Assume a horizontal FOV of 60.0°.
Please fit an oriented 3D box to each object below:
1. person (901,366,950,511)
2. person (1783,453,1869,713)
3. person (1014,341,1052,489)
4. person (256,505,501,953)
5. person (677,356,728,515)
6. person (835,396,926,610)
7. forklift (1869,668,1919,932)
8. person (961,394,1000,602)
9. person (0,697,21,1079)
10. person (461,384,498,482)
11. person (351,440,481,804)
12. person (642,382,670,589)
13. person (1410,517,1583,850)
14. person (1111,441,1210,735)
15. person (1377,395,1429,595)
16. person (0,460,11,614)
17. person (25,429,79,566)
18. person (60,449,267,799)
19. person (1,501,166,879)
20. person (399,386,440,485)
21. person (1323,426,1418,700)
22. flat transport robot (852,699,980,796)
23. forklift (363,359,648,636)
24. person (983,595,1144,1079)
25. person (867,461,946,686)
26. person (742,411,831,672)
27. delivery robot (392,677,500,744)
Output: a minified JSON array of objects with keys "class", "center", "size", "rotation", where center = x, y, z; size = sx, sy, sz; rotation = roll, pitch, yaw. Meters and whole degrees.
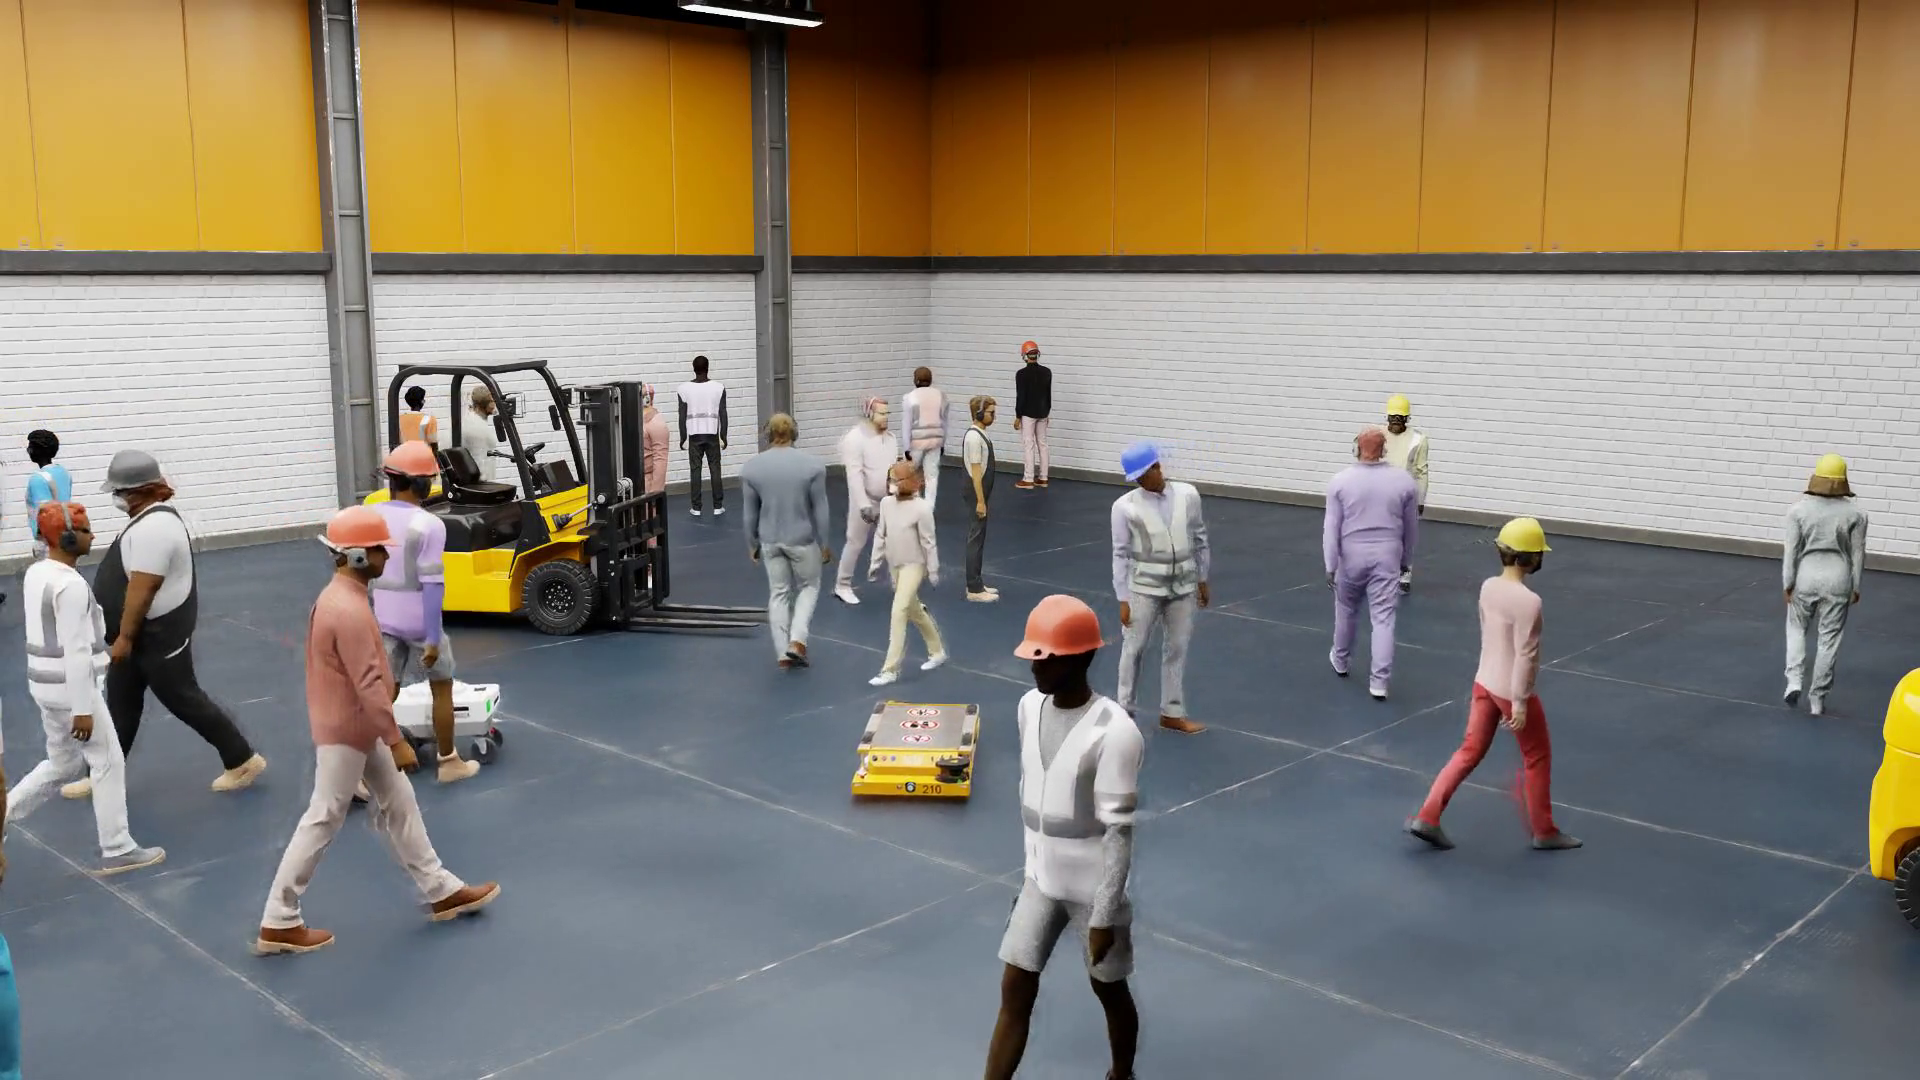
[{"class":"person","center":[-0.424,-1.103,19.328],"size":[0.638,1.824,0.470],"rotation":[-4,10,-24]},{"class":"person","center":[5.746,0.288,11.077],"size":[0.482,1.733,0.381],"rotation":[5,11,29]},{"class":"person","center":[0.966,-1.682,22.396],"size":[0.611,1.984,0.401],"rotation":[-7,12,-37]},{"class":"person","center":[-2.604,0.818,7.239],"size":[1.042,1.942,0.613],"rotation":[-3,10,-18]},{"class":"person","center":[-3.079,-1.248,19.959],"size":[0.587,1.914,0.390],"rotation":[-2,9,-9]},{"class":"person","center":[-0.751,-0.321,14.476],"size":[0.652,1.862,0.976],"rotation":[-9,13,-44]},{"class":"forklift","center":[5.205,0.723,7.013],"size":[2.313,2.155,1.214],"rotation":[9,13,43]},{"class":"person","center":[0.183,-0.373,14.802],"size":[0.345,1.845,0.508],"rotation":[0,9,1]},{"class":"person","center":[-3.503,1.118,5.673],"size":[0.396,1.839,0.564],"rotation":[4,10,26]},{"class":"person","center":[-4.281,-0.437,14.968],"size":[0.436,1.926,0.646],"rotation":[-2,9,-11]},{"class":"person","center":[-3.123,0.457,9.230],"size":[0.613,2.014,0.929],"rotation":[4,10,25]},{"class":"person","center":[-2.947,-0.510,15.434],"size":[0.408,1.913,0.642],"rotation":[-7,12,-37]},{"class":"person","center":[2.707,0.735,8.363],"size":[0.883,1.728,0.532],"rotation":[-2,9,-12]},{"class":"person","center":[1.243,0.316,10.451],"size":[0.696,1.897,0.379],"rotation":[-3,10,-18]},{"class":"person","center":[3.935,-0.409,15.097],"size":[0.596,1.825,0.403],"rotation":[4,10,24]},{"class":"person","center":[-7.915,-0.130,13.391],"size":[0.588,1.814,0.477],"rotation":[3,10,20]},{"class":"person","center":[-7.164,-0.029,13.137],"size":[0.321,1.697,0.530],"rotation":[-1,9,-7]},{"class":"person","center":[-4.465,0.434,9.249],"size":[1.021,2.000,0.684],"rotation":[-5,11,-30]},{"class":"person","center":[-4.348,0.742,7.954],"size":[0.586,1.861,0.798],"rotation":[9,13,44]},{"class":"person","center":[-5.865,-0.819,18.006],"size":[0.531,1.694,0.320],"rotation":[3,10,17]},{"class":"person","center":[2.853,0.133,11.669],"size":[0.654,1.853,1.012],"rotation":[1,9,5]},{"class":"flat transport robot","center":[-0.236,1.212,9.893],"size":[0.652,0.197,1.431],"rotation":[1,9,3]},{"class":"forklift","center":[-3.850,-0.407,13.936],"size":[2.313,2.155,1.214],"rotation":[2,9,11]},{"class":"person","center":[0.276,1.130,5.409],"size":[0.930,1.896,0.570],"rotation":[-8,12,-41]},{"class":"person","center":[-0.366,0.208,12.018],"size":[0.826,1.590,0.482],"rotation":[-8,12,-41]},{"class":"person","center":[-1.260,0.017,12.175],"size":[0.640,1.919,0.432],"rotation":[1,9,8]},{"class":"delivery robot","center":[-3.132,1.006,9.974],"size":[0.707,0.478,0.477],"rotation":[0,9,-7]}]
